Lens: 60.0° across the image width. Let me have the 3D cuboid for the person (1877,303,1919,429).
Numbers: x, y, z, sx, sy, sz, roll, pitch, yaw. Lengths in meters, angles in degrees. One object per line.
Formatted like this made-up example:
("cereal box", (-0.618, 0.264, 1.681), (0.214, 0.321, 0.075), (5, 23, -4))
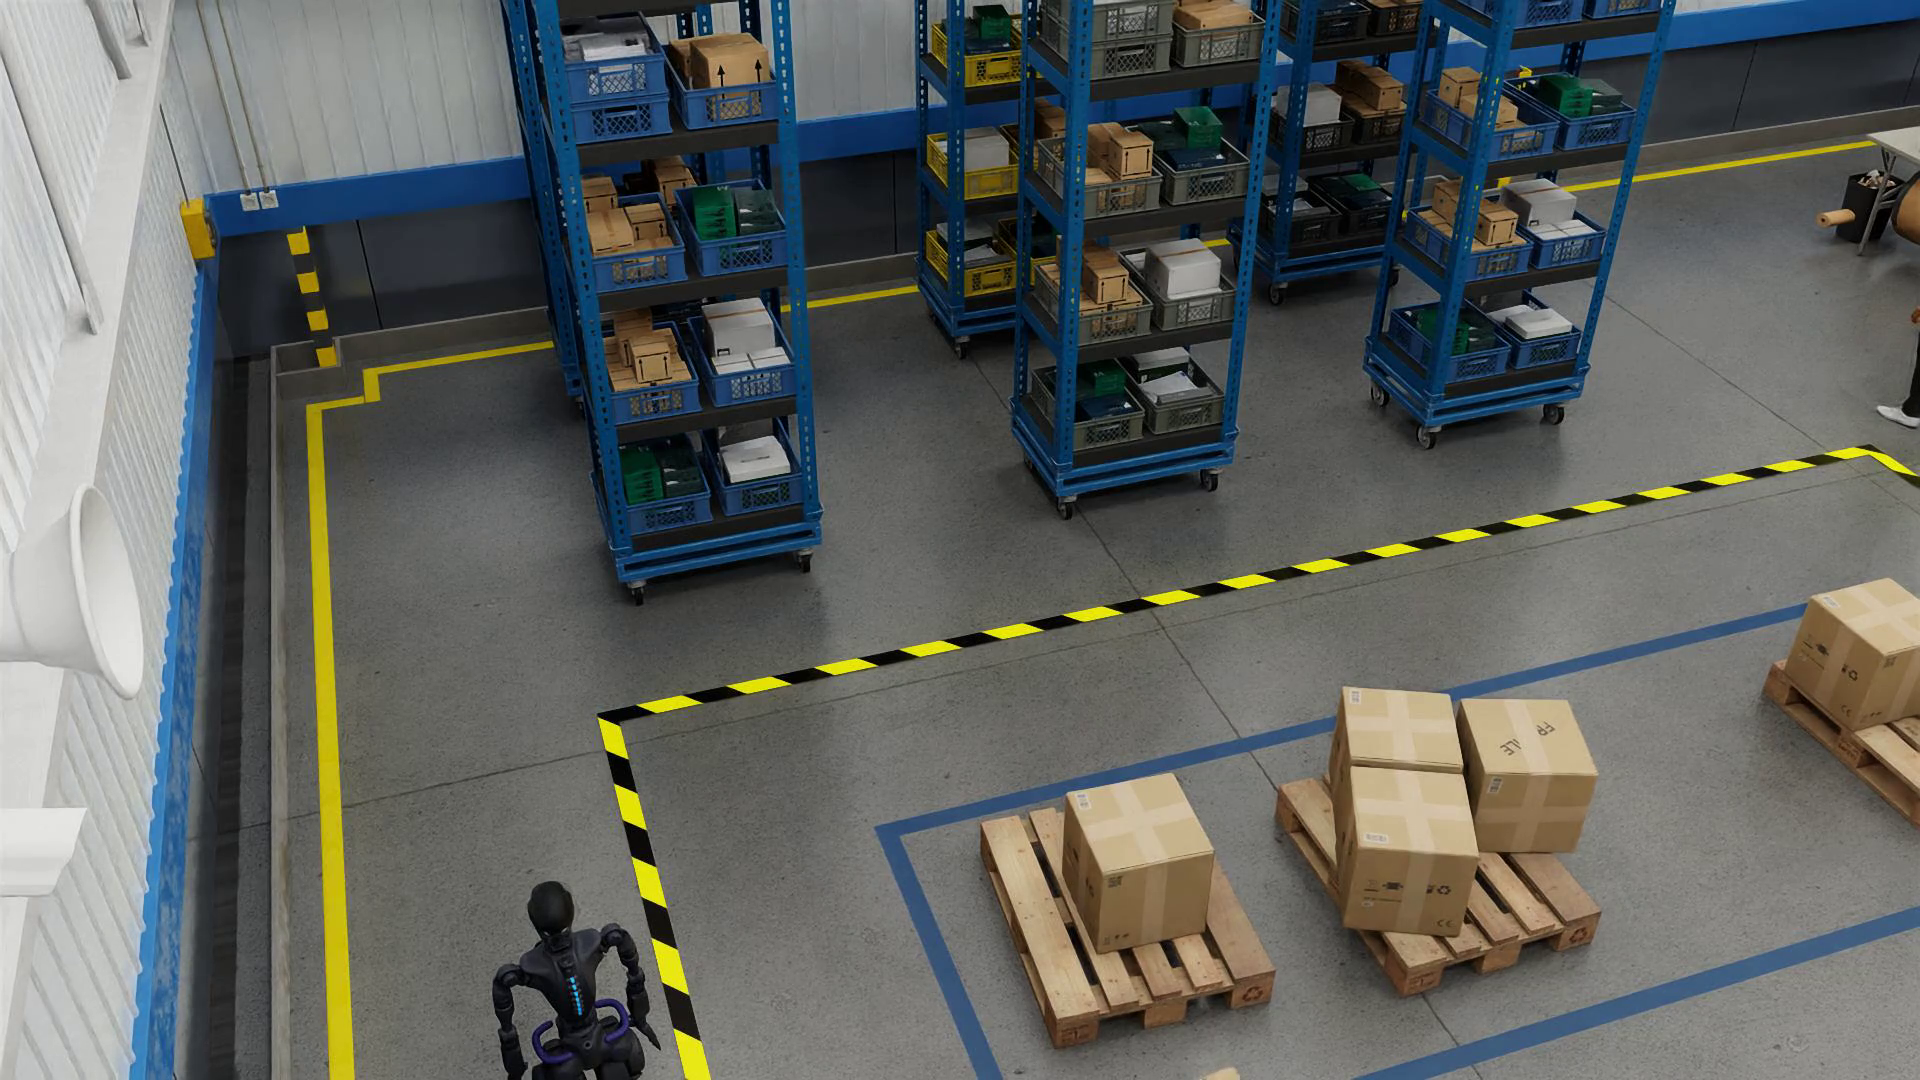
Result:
("person", (6.540, -1.612, 10.967), (0.593, 1.851, 0.398), (-12, 37, -17))

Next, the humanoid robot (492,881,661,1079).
("humanoid robot", (-1.402, 1.890, 6.140), (0.599, 1.657, 0.315), (-18, 39, -23))
